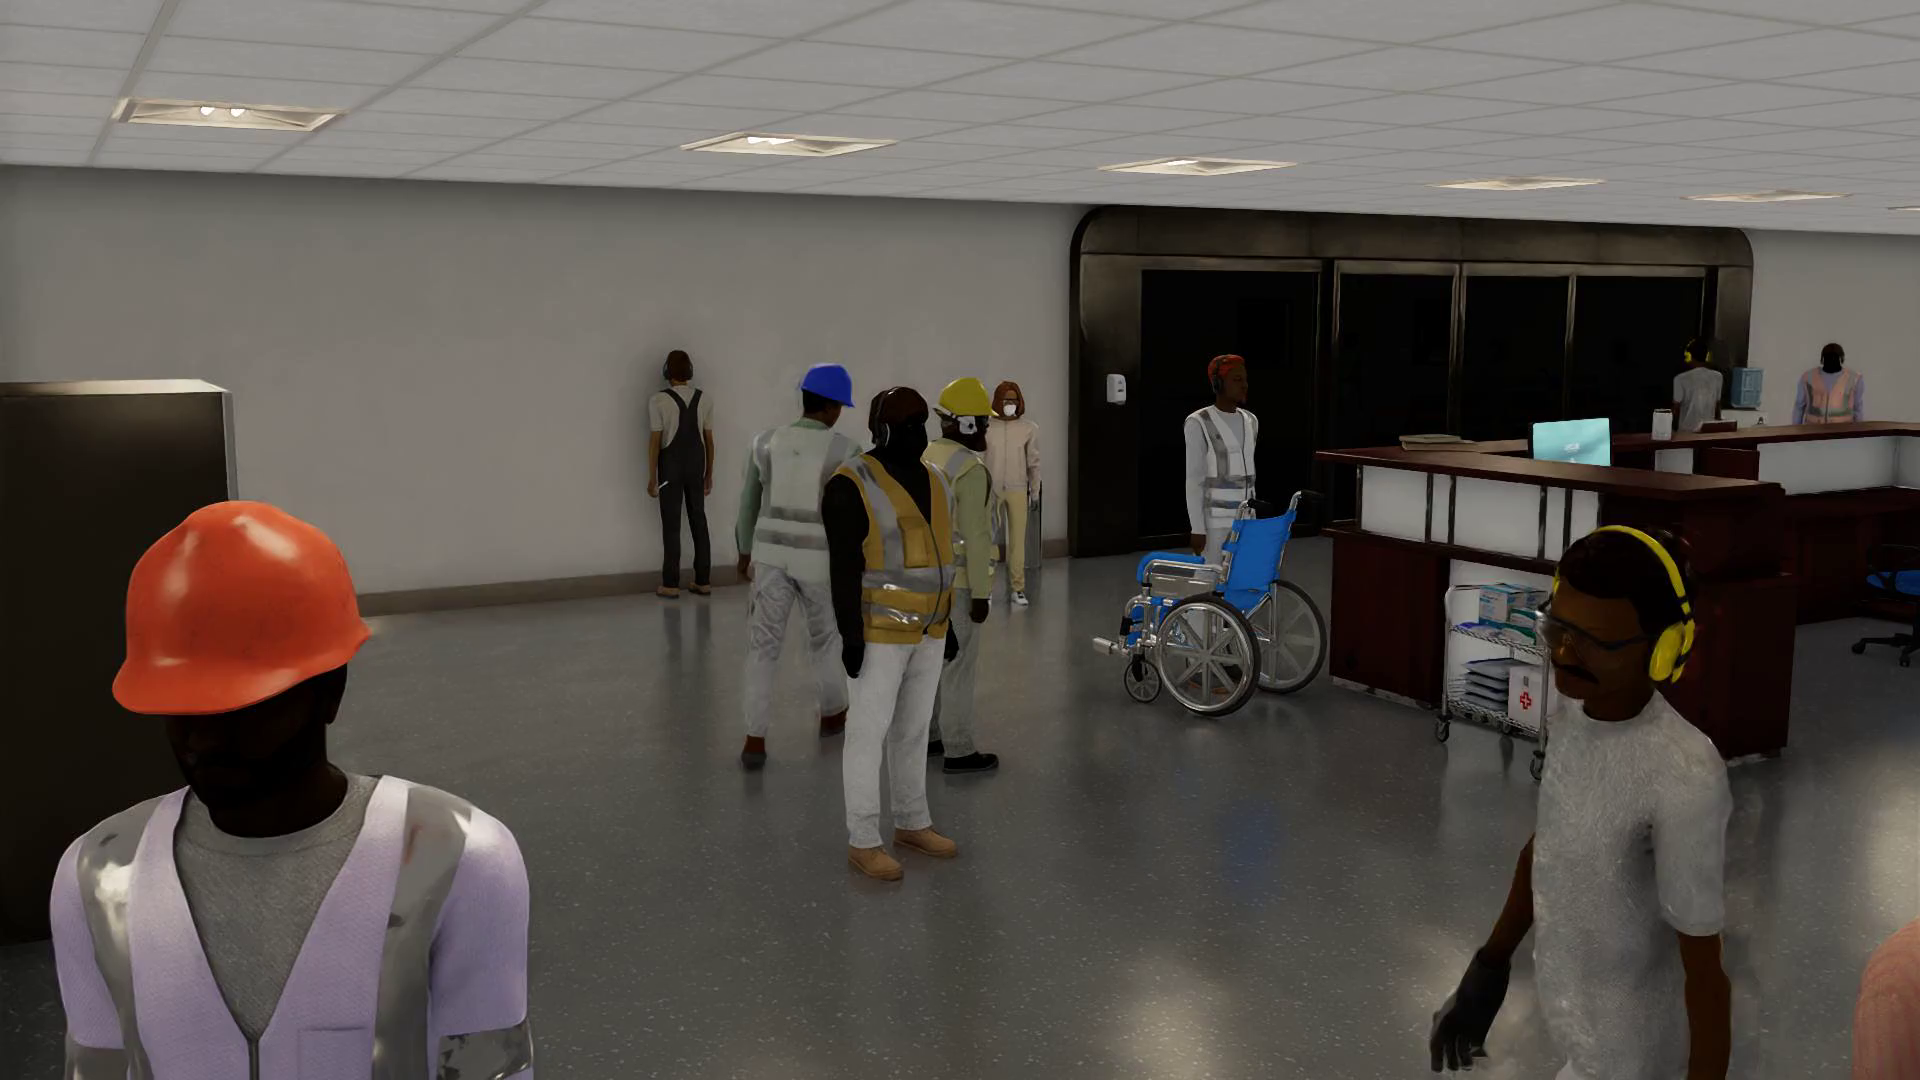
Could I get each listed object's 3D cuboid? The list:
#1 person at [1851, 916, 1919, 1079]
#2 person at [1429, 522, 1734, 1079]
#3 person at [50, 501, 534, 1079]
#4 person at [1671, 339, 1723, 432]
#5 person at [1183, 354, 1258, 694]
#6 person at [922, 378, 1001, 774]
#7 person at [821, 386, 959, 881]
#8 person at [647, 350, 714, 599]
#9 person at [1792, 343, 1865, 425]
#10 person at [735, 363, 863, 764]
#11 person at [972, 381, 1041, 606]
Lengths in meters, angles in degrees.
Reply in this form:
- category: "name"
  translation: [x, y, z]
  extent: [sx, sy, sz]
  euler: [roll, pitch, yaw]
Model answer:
- category: "person"
  translation: [1.241, 0.985, 1.951]
  extent: [0.522, 1.767, 0.316]
  euler: [-4, 9, -27]
- category: "person"
  translation: [1.124, 0.851, 2.776]
  extent: [0.995, 1.809, 0.546]
  euler: [1, 8, 9]
- category: "person"
  translation: [-0.755, 0.910, 1.918]
  extent: [0.539, 1.929, 0.389]
  euler: [0, 8, -2]
- category: "person"
  translation: [7.106, -1.020, 16.123]
  extent: [0.567, 1.850, 0.447]
  euler: [-1, 8, -7]
- category: "person"
  translation: [1.481, -0.095, 9.327]
  extent: [0.574, 1.884, 0.356]
  euler: [-8, 11, -44]
- category: "person"
  translation: [-0.012, 0.163, 7.717]
  extent: [0.404, 1.823, 0.584]
  euler: [-4, 9, -27]
- category: "person"
  translation: [-0.227, 0.341, 6.332]
  extent: [0.429, 1.845, 0.621]
  euler: [7, 10, 40]
- category: "person"
  translation: [-2.064, -0.485, 12.328]
  extent: [0.511, 1.839, 0.340]
  euler: [-6, 10, -35]
- category: "person"
  translation: [8.993, -1.146, 17.247]
  extent: [0.639, 1.810, 0.920]
  euler: [5, 10, 34]
- category: "person"
  translation: [-0.786, 0.101, 7.965]
  extent: [0.720, 1.879, 0.986]
  euler: [2, 8, 14]
- category: "person"
  translation: [0.330, -0.330, 11.975]
  extent: [0.504, 1.627, 0.285]
  euler: [-1, 8, -6]
